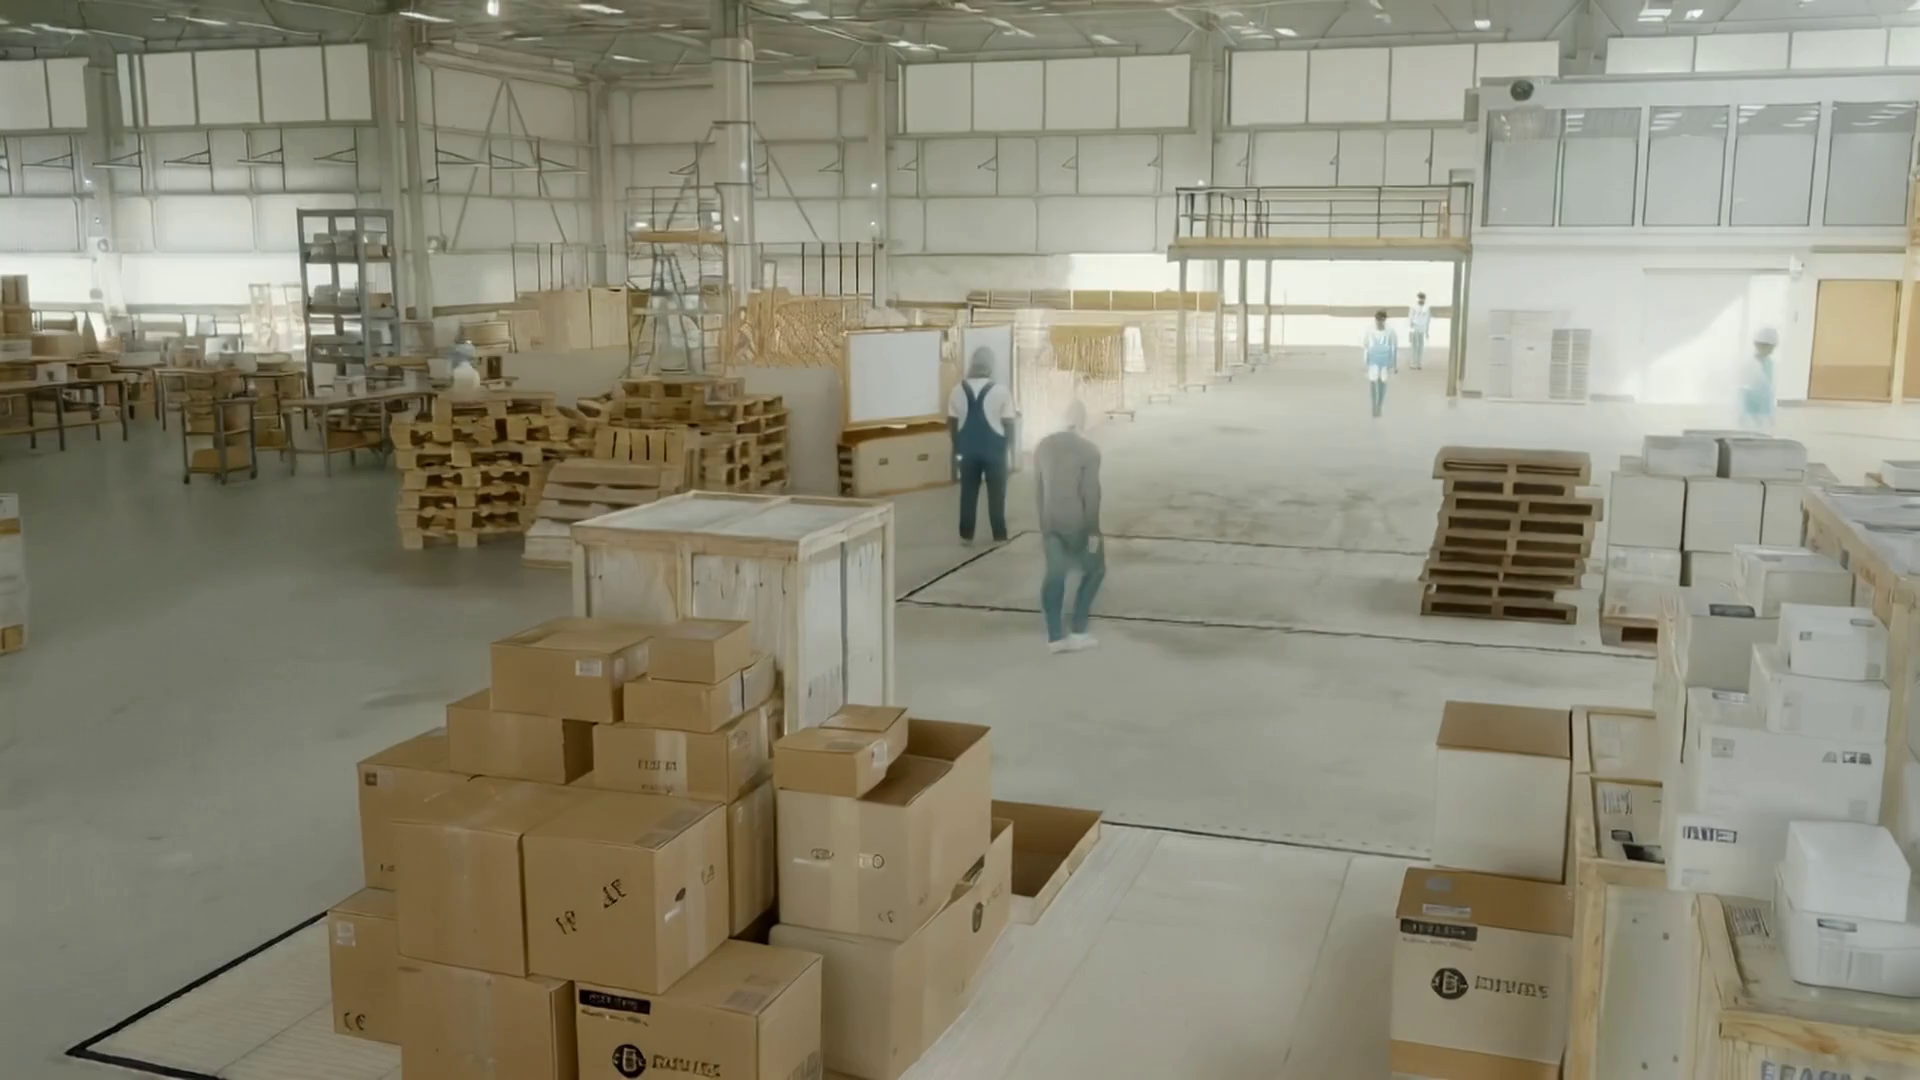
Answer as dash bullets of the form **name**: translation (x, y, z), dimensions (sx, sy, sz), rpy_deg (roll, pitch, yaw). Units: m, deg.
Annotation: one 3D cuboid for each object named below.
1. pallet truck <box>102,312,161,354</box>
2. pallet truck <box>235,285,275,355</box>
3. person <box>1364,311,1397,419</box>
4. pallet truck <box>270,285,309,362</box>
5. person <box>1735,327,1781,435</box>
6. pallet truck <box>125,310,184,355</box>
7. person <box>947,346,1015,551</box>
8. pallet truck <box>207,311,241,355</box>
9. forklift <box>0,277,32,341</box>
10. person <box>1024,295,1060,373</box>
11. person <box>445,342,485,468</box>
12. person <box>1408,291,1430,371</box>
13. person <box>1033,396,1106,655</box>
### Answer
- **pallet truck**: translation (-23.057, -5.777, 46.261), dimensions (0.680, 1.201, 1.601), rpy_deg (3, 11, 19)
- **pallet truck**: translation (-18.327, -5.835, 44.421), dimensions (0.823, 1.965, 1.885), rpy_deg (4, 11, 23)
- **person**: translation (7.393, -3.088, 29.280), dimensions (0.563, 1.891, 0.989), rpy_deg (1, 10, 7)
- **pallet truck**: translation (-17.147, -5.700, 43.663), dimensions (0.823, 1.965, 1.885), rpy_deg (3, 11, 17)
- **person**: translation (9.868, -1.633, 20.665), dimensions (0.637, 2.026, 0.517), rpy_deg (-4, 11, -23)
- **pallet truck**: translation (-22.038, -5.665, 45.457), dimensions (0.704, 1.261, 1.522), rpy_deg (3, 11, 17)
- **person**: translation (0.242, -0.913, 16.580), dimensions (0.684, 2.000, 0.538), rpy_deg (3, 11, 18)
- **pallet truck**: translation (-19.537, -5.575, 44.913), dimensions (0.653, 1.274, 1.630), rpy_deg (3, 11, 19)
- **forklift**: translation (-27.151, -6.329, 46.328), dimensions (1.157, 1.987, 2.680), rpy_deg (3, 11, 17)
- **person**: translation (1.929, -4.830, 39.183), dimensions (0.841, 1.859, 0.581), rpy_deg (-2, 10, -9)
- **person**: translation (-6.626, -1.766, 22.216), dimensions (0.527, 1.744, 0.726), rpy_deg (8, 13, 36)
- **person**: translation (11.056, -5.016, 40.016), dimensions (0.593, 1.922, 0.384), rpy_deg (-4, 11, -22)
- **person**: translation (0.847, -0.105, 12.362), dimensions (0.660, 1.921, 0.545), rpy_deg (10, 14, 44)
